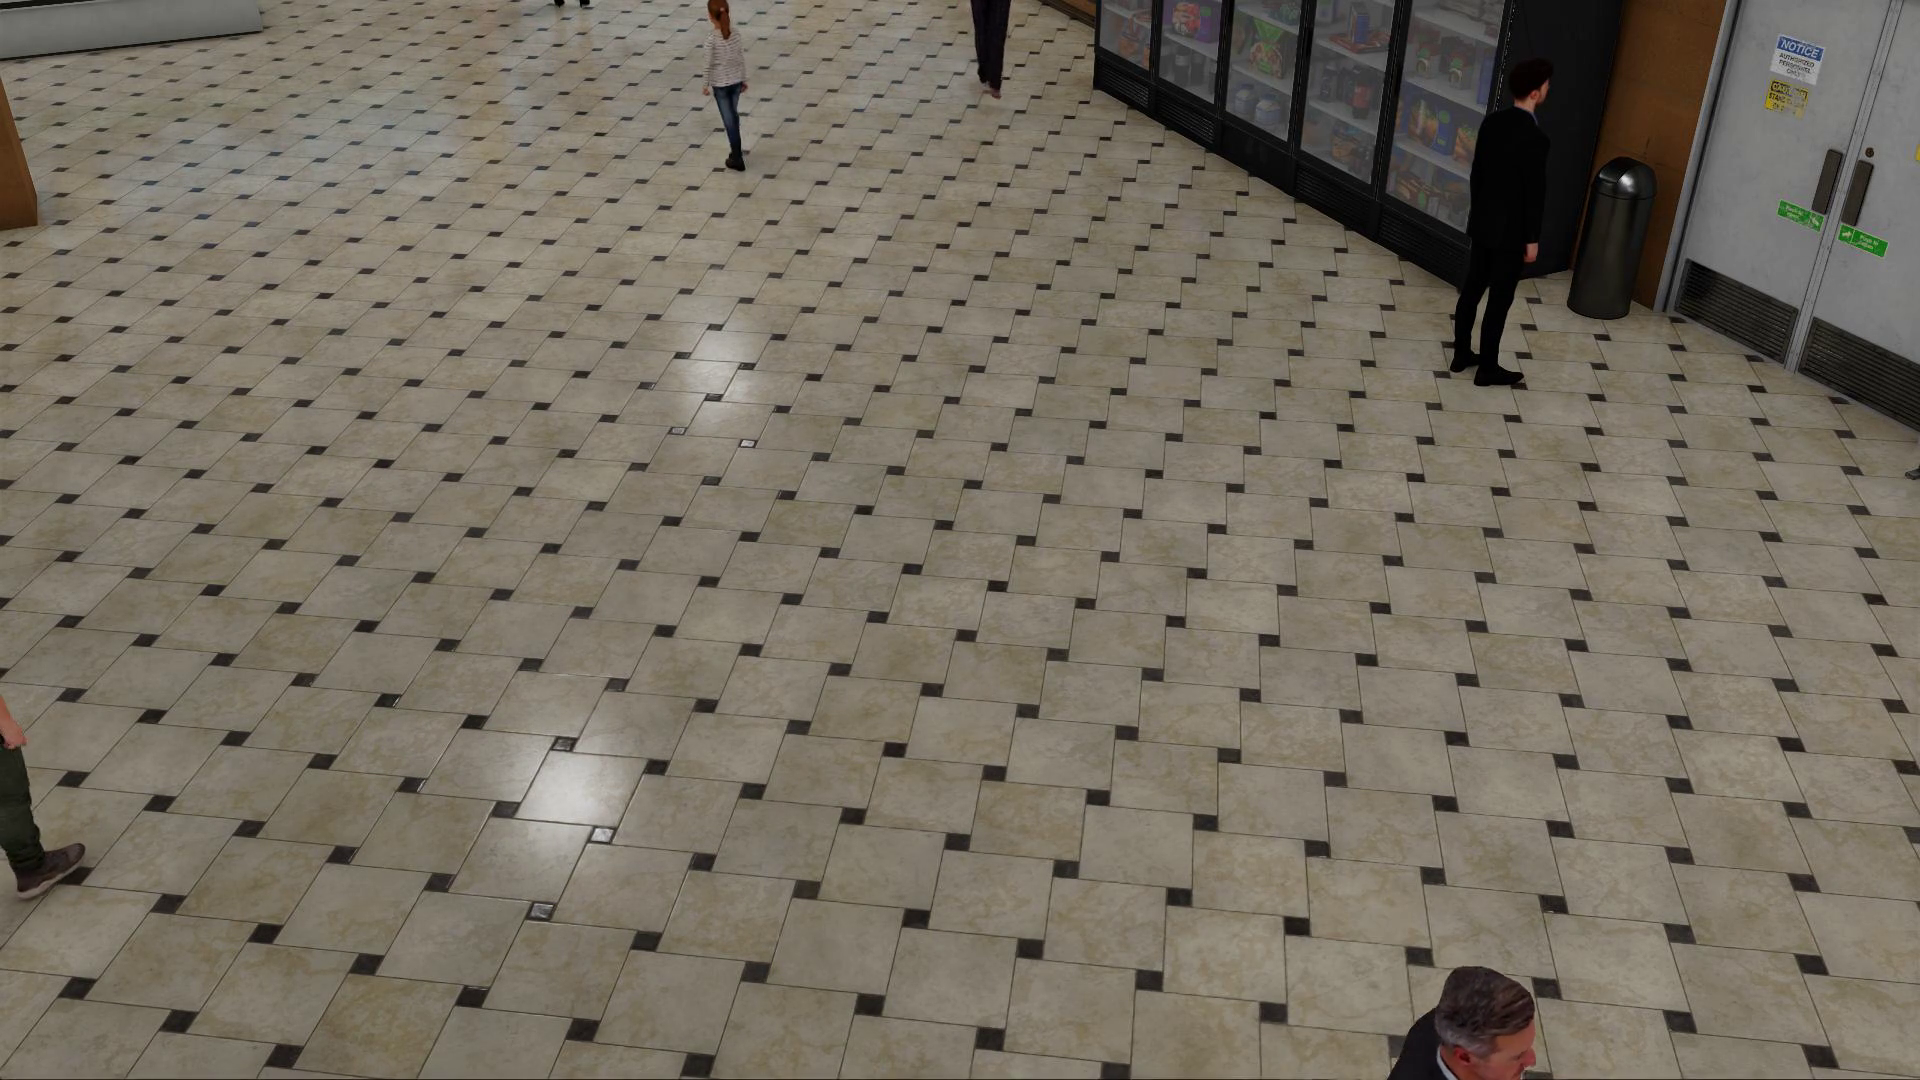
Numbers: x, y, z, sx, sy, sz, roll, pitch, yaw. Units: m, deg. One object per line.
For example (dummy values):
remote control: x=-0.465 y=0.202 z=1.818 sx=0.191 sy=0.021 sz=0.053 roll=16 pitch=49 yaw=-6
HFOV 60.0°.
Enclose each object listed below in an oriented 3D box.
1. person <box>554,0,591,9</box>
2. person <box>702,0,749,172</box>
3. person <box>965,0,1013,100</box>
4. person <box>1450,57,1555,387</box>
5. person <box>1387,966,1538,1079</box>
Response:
person: x=-4.069 y=-6.334 z=16.910 sx=0.720 sy=1.758 sz=0.832 roll=1 pitch=32 yaw=2
person: x=-1.748 y=-3.470 z=12.736 sx=0.506 sy=1.305 sz=0.586 roll=-21 pitch=38 yaw=-30
person: x=0.259 y=-4.679 z=14.182 sx=1.233 sy=1.829 sz=1.137 roll=4 pitch=32 yaw=6
person: x=3.097 y=-1.803 z=9.499 sx=0.584 sy=1.894 sz=0.679 roll=-13 pitch=34 yaw=-20
person: x=1.019 y=1.656 z=4.007 sx=0.899 sy=1.822 sz=0.818 roll=22 pitch=38 yaw=31
